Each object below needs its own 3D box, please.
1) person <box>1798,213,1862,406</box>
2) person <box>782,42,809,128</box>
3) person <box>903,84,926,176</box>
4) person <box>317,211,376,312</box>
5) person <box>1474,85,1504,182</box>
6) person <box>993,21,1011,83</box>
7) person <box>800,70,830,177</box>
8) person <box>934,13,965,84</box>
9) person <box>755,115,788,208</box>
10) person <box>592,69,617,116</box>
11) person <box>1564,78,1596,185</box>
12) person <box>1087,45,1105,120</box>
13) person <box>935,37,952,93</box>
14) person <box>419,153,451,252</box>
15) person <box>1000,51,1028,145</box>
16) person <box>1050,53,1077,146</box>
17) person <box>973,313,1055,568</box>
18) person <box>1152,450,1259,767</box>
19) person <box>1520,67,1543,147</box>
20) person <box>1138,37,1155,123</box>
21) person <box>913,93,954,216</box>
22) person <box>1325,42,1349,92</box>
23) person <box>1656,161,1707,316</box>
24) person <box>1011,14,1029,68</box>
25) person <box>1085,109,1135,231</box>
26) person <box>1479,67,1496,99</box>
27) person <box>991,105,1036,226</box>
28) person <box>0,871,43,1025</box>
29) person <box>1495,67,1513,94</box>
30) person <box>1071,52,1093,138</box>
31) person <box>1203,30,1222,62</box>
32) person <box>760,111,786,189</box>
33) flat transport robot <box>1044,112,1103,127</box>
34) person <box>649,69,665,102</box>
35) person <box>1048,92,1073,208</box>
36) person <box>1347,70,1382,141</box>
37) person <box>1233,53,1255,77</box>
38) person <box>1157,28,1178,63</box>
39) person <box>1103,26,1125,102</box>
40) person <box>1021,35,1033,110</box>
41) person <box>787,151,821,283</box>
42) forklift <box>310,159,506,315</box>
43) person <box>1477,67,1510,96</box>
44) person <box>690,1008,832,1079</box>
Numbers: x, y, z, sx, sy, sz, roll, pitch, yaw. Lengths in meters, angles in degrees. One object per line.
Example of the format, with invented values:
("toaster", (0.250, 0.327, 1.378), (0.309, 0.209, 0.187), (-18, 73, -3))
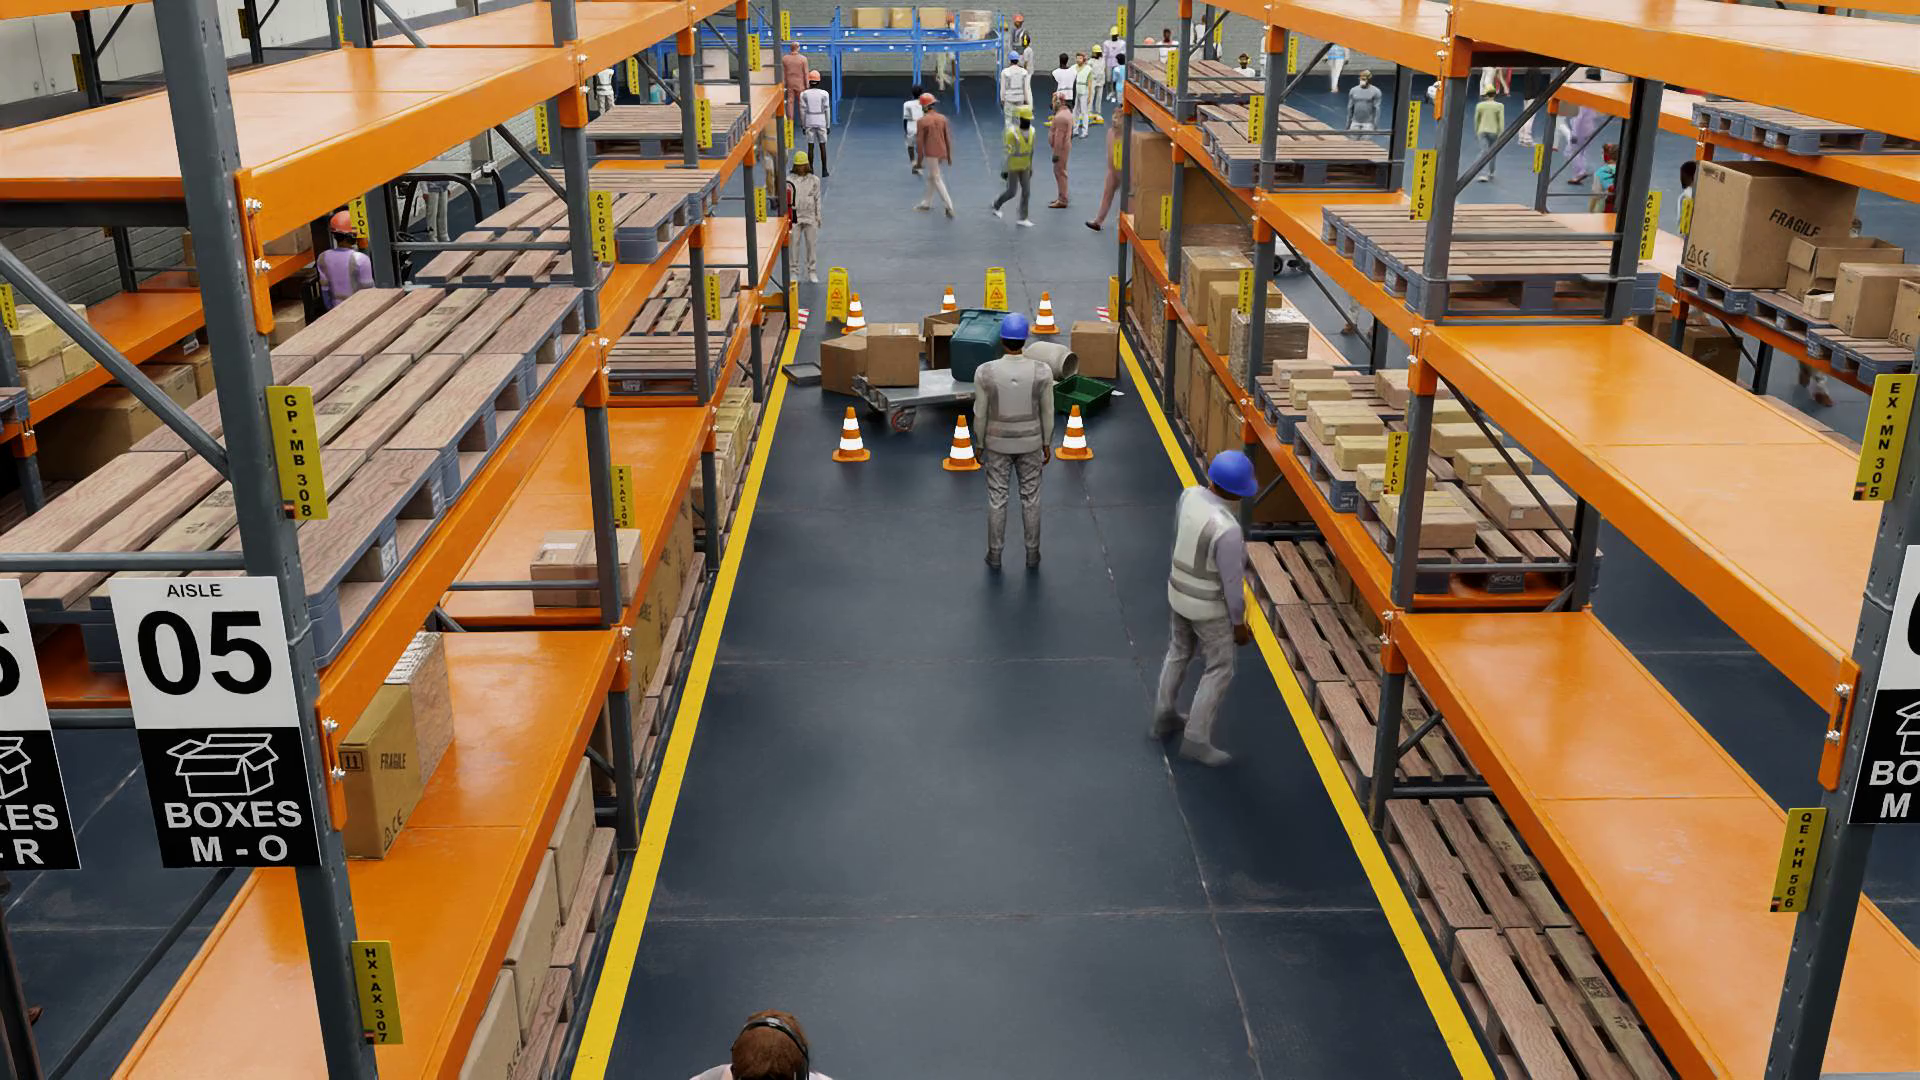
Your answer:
("person", (8.788, -2.375, 16.812), (0.631, 1.919, 0.843), (0, 21, 0))
("person", (-3.751, -10.430, 38.108), (0.652, 1.906, 0.403), (5, 21, 12))
("person", (-0.793, -7.628, 31.023), (0.528, 1.686, 0.468), (-3, 21, -9))
("person", (-5.805, -2.131, 15.981), (0.605, 2.045, 0.378), (8, 22, 19))
("person", (9.725, -7.470, 30.565), (0.575, 1.692, 0.923), (10, 23, 24))
("person", (1.224, -14.068, 47.970), (0.515, 1.719, 0.518), (-10, 23, -25))
("person", (-2.683, -7.730, 30.930), (0.544, 1.939, 0.354), (-1, 21, -3))
("person", (-0.327, -14.078, 47.686), (1.110, 1.949, 0.616), (14, 25, 32))
("person", (-3.150, -6.536, 27.859), (0.557, 1.886, 1.010), (-2, 21, -4))
("person", (-7.960, -9.984, 37.301), (0.524, 1.639, 0.308), (-6, 22, -15))
("person", (11.205, -7.353, 30.006), (0.662, 1.889, 0.423), (-19, 28, -40))
("person", (3.227, -10.827, 39.399), (0.486, 1.736, 0.316), (-12, 24, -28))
("person", (-0.496, -13.054, 45.451), (0.392, 1.619, 0.501), (5, 21, 12))
("person", (-7.631, -5.135, 24.215), (0.404, 1.832, 0.599), (7, 22, 19))
("person", (1.137, -9.320, 35.138), (0.601, 1.939, 0.410), (-7, 22, -17))
("person", (2.177, -9.223, 34.900), (0.587, 1.920, 0.391), (-10, 23, -24))
("person", (0.399, -0.730, 12.412), (0.607, 1.948, 0.389), (-1, 21, -3))
("person", (1.404, 0.357, 9.602), (0.397, 1.900, 0.674), (-7, 22, -18))
("person", (12.092, -9.303, 35.038), (0.429, 1.985, 0.655), (-1, 21, -2))
("person", (4.401, -10.743, 38.893), (0.358, 1.938, 0.545), (16, 26, 36))
("person", (-0.381, -6.273, 27.083), (0.944, 1.952, 0.614), (17, 27, 38))
("person", (10.401, -13.234, 45.644), (0.665, 1.816, 0.725), (19, 28, 41))
("person", (8.844, -3.704, 20.391), (0.632, 1.851, 1.007), (-15, 26, -35))
("person", (1.617, -13.408, 45.790), (0.390, 2.045, 0.607), (-16, 26, -37))
("person", (2.388, -5.680, 25.611), (0.941, 1.858, 0.659), (-18, 27, -39))
("person", (13.992, -12.642, 43.927), (0.375, 1.933, 0.625), (-3, 21, -8))
("person", (0.862, -5.916, 26.211), (0.610, 1.890, 0.782), (-17, 27, -38))
("person", (-4.338, 1.436, 7.124), (0.501, 1.633, 0.279), (-2, 21, -5))
("person", (14.828, -12.993, 45.080), (0.533, 1.767, 0.326), (5, 21, 14))
("person", (2.645, -9.728, 36.357), (0.561, 1.837, 0.389), (17, 27, 38))
("person", (6.068, -11.585, 40.976), (0.689, 2.000, 0.537), (-16, 26, -37))
("person", (-3.346, -7.155, 29.648), (0.535, 1.767, 0.315), (-7, 22, -18))
("flat transport robot", (2.649, -9.753, 38.594), (0.652, 0.197, 1.431), (17, 26, 37))
("person", (-5.979, -8.265, 32.478), (0.513, 1.844, 0.331), (8, 22, 20))
("person", (1.663, -6.504, 27.753), (0.402, 1.896, 0.662), (4, 21, 9))
("person", (7.531, -7.792, 31.107), (0.639, 1.929, 0.386), (15, 25, 34))
("person", (6.011, -9.435, 35.530), (0.509, 1.872, 0.328), (7, 22, 18))
("person", (5.322, -12.232, 42.903), (0.585, 1.890, 0.866), (0, 21, 0))
("person", (3.989, -12.322, 43.101), (0.595, 1.910, 0.430), (3, 21, 8))
("person", (1.637, -11.404, 40.751), (0.316, 1.865, 0.514), (3, 21, 9))
("person", (-2.083, -4.274, 22.064), (0.492, 1.742, 0.321), (-3, 21, -8))
("forklift", (-5.622, -2.910, 17.832), (2.313, 2.155, 1.214), (-1, 21, -1))
("person", (14.360, -12.657, 44.458), (0.843, 1.577, 0.508), (6, 22, 16))
("person", (-0.536, 2.170, 4.910), (0.625, 1.842, 0.429), (5, 21, 13))
